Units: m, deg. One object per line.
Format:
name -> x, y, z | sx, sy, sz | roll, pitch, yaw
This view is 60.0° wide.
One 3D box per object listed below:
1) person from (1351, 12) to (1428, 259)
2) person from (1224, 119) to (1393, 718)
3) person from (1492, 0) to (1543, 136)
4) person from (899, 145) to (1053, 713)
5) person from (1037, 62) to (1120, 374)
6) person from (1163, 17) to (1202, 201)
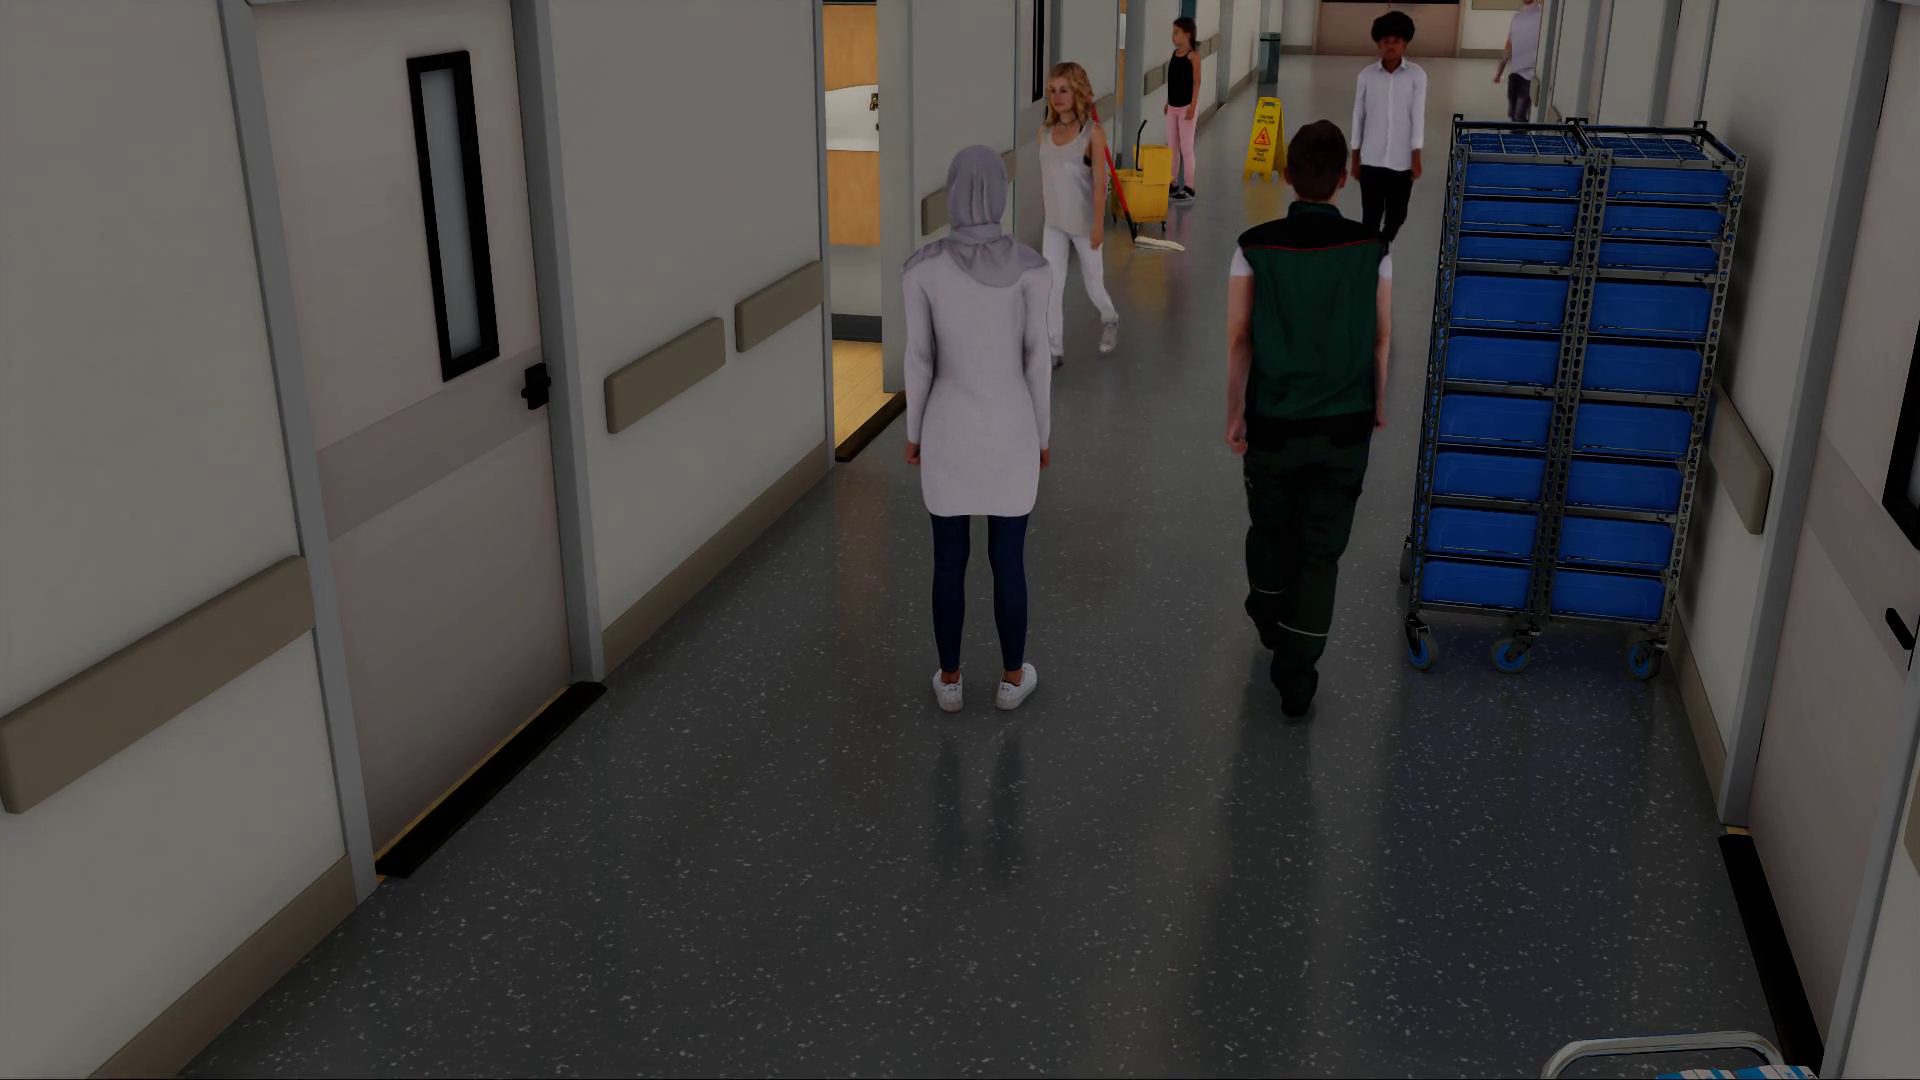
person -> 2.864, -2.592, 11.120 | 0.627, 1.798, 0.917 | 6, 22, 15
person -> 1.065, -0.332, 5.136 | 0.648, 1.812, 0.962 | 6, 22, 15
person -> 5.592, -4.539, 16.228 | 0.916, 1.822, 0.784 | -4, 21, -10
person -> 0.058, -0.313, 5.133 | 0.645, 1.777, 0.582 | 2, 21, 5
person -> 0.667, -1.753, 9.136 | 0.794, 1.636, 1.122 | 11, 24, 27
person -> 1.950, -3.783, 14.595 | 0.670, 1.563, 0.616 | -13, 24, -30
